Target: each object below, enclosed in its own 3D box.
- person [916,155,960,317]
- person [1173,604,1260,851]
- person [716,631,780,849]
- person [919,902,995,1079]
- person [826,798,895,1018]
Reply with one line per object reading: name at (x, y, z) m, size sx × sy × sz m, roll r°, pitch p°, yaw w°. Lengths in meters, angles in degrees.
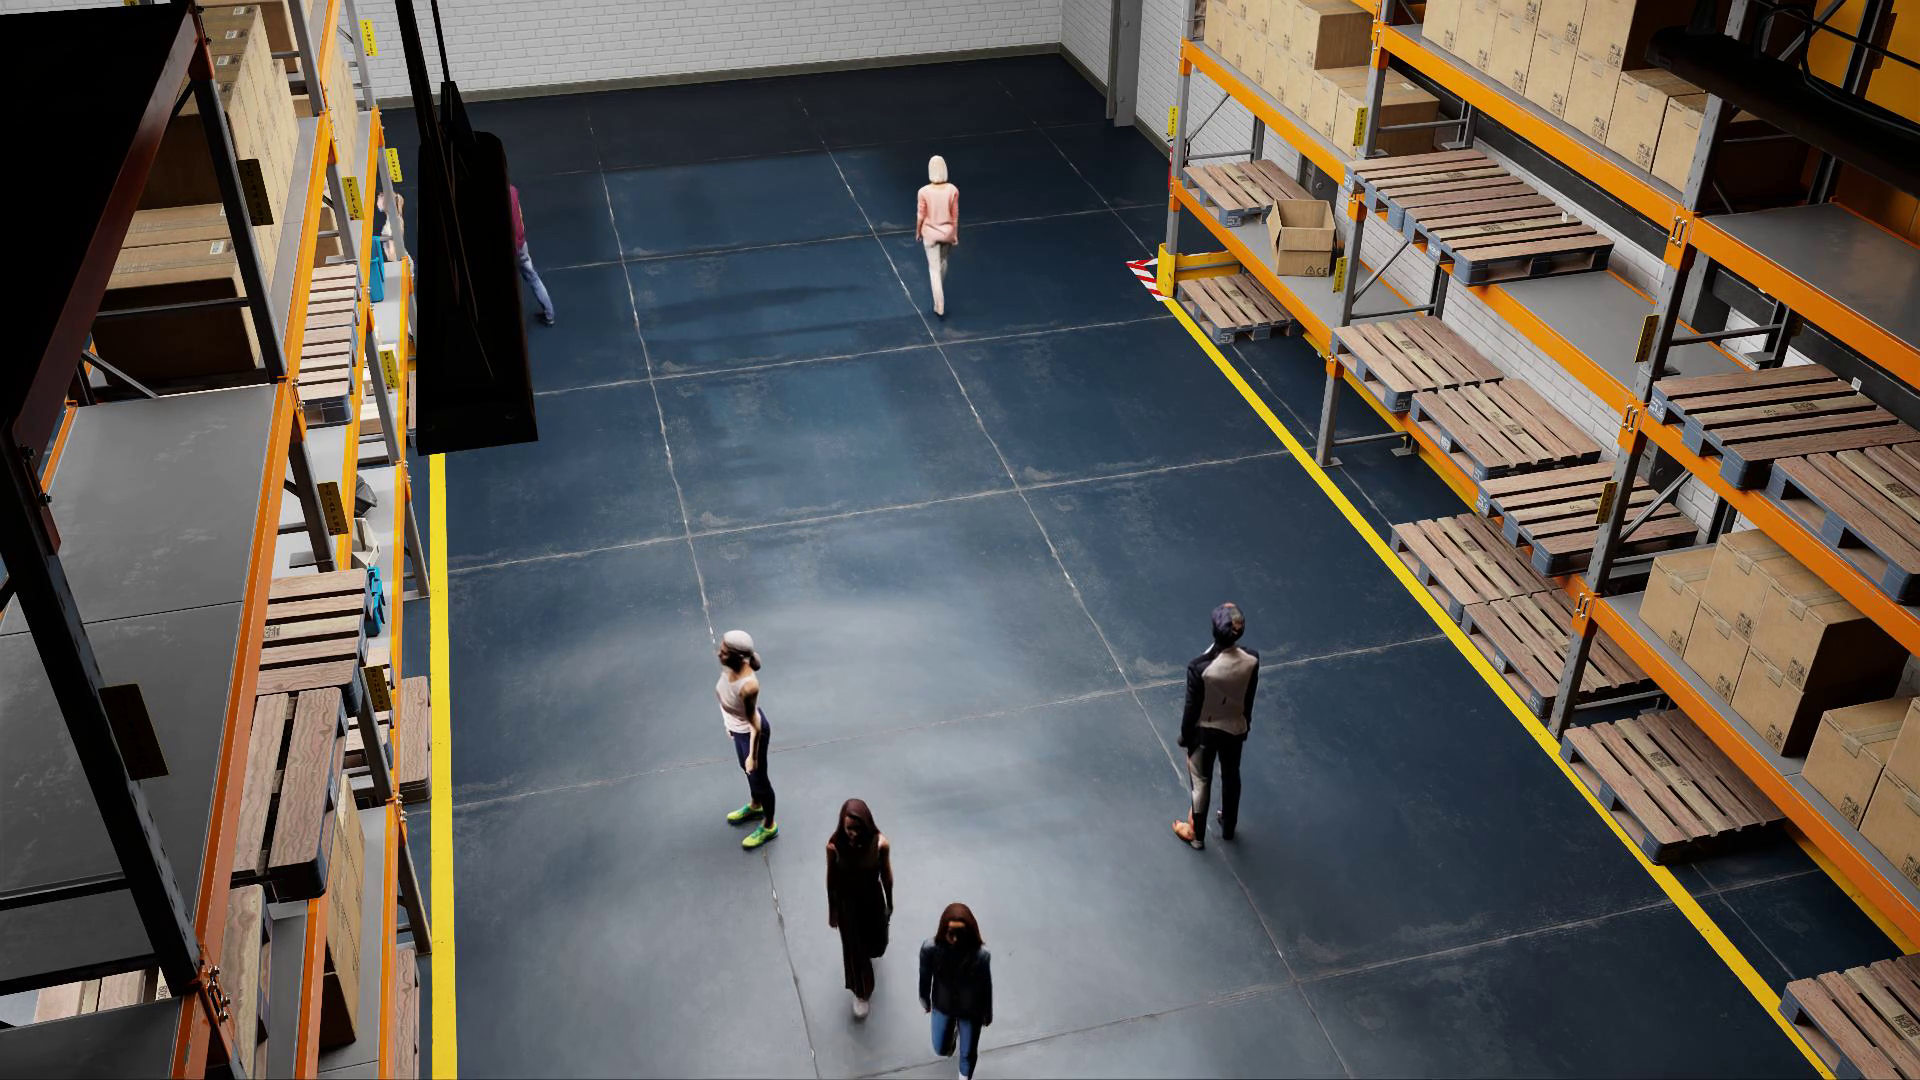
person at (-0.232, -3.218, 17.773) m, size 0.589 × 1.675 × 1.094 m, roll -8°, pitch 34°, yaw -12°
person at (1.683, 1.231, 10.884) m, size 0.683 × 1.892 × 0.596 m, roll -11°, pitch 35°, yaw -16°
person at (-1.393, 1.286, 10.974) m, size 0.689 × 1.701 × 0.526 m, roll -15°, pitch 36°, yaw -21°
person at (-0.006, 2.543, 9.297) m, size 0.703 × 1.464 × 0.828 m, roll 2°, pitch 34°, yaw 3°
person at (-0.596, 2.095, 9.894) m, size 0.675 × 1.550 × 0.890 m, roll 0°, pitch 34°, yaw 0°
